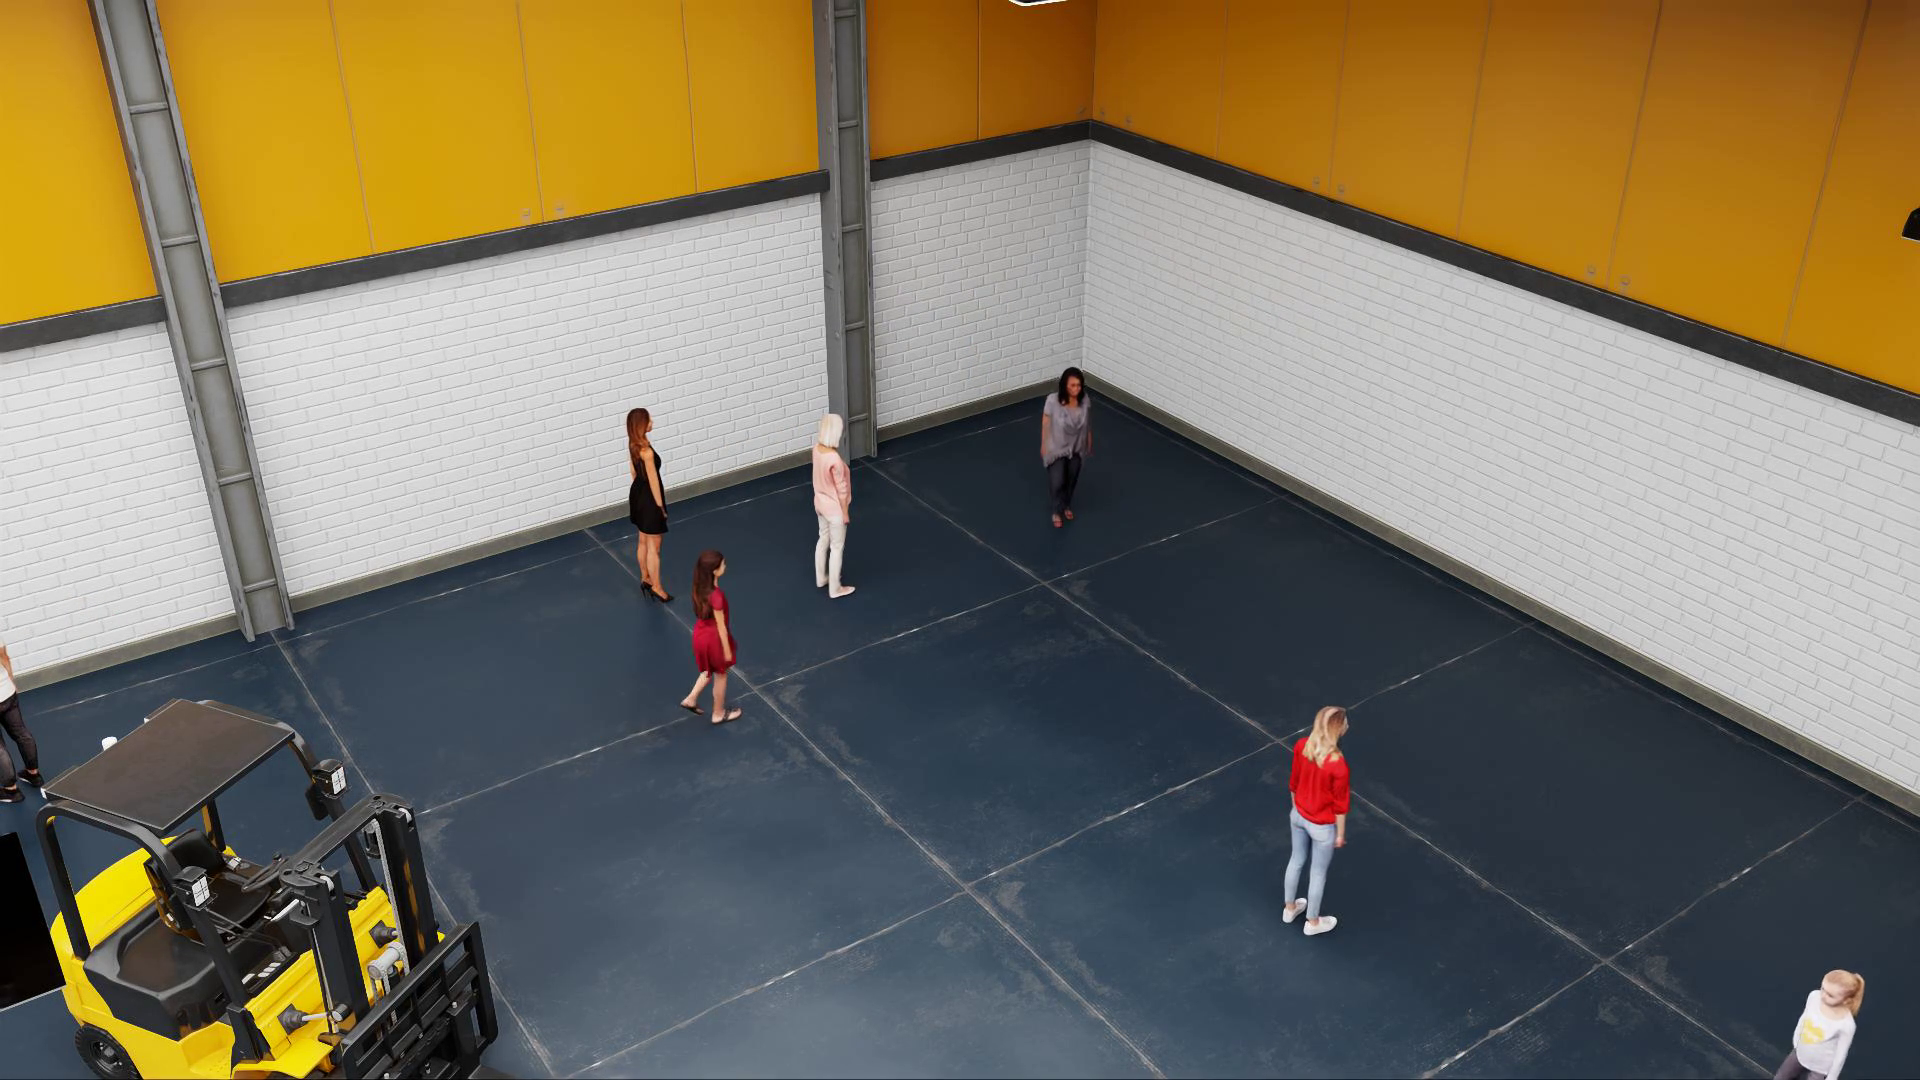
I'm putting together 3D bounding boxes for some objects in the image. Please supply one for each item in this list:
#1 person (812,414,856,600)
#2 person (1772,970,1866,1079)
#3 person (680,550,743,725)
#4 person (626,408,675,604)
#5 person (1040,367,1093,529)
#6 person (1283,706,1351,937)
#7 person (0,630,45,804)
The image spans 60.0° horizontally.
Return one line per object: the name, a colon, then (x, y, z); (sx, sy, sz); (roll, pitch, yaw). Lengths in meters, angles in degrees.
person: (-1.139, -0.310, 14.632); (0.499, 1.724, 0.583); (-18, 34, -30)
person: (4.807, 2.883, 9.253); (0.698, 1.270, 0.575); (-10, 30, -18)
person: (-1.975, 0.782, 12.822); (0.747, 1.540, 0.546); (-18, 33, -29)
person: (-2.724, -0.300, 14.498); (0.522, 1.834, 0.587); (-17, 33, -29)
person: (0.991, -0.945, 15.933); (0.710, 1.594, 0.804); (-9, 30, -15)
person: (2.298, 1.810, 10.763); (0.508, 1.707, 0.617); (-20, 34, -32)
person: (-7.021, 1.123, 12.013); (0.766, 1.717, 0.655); (11, 31, 20)
